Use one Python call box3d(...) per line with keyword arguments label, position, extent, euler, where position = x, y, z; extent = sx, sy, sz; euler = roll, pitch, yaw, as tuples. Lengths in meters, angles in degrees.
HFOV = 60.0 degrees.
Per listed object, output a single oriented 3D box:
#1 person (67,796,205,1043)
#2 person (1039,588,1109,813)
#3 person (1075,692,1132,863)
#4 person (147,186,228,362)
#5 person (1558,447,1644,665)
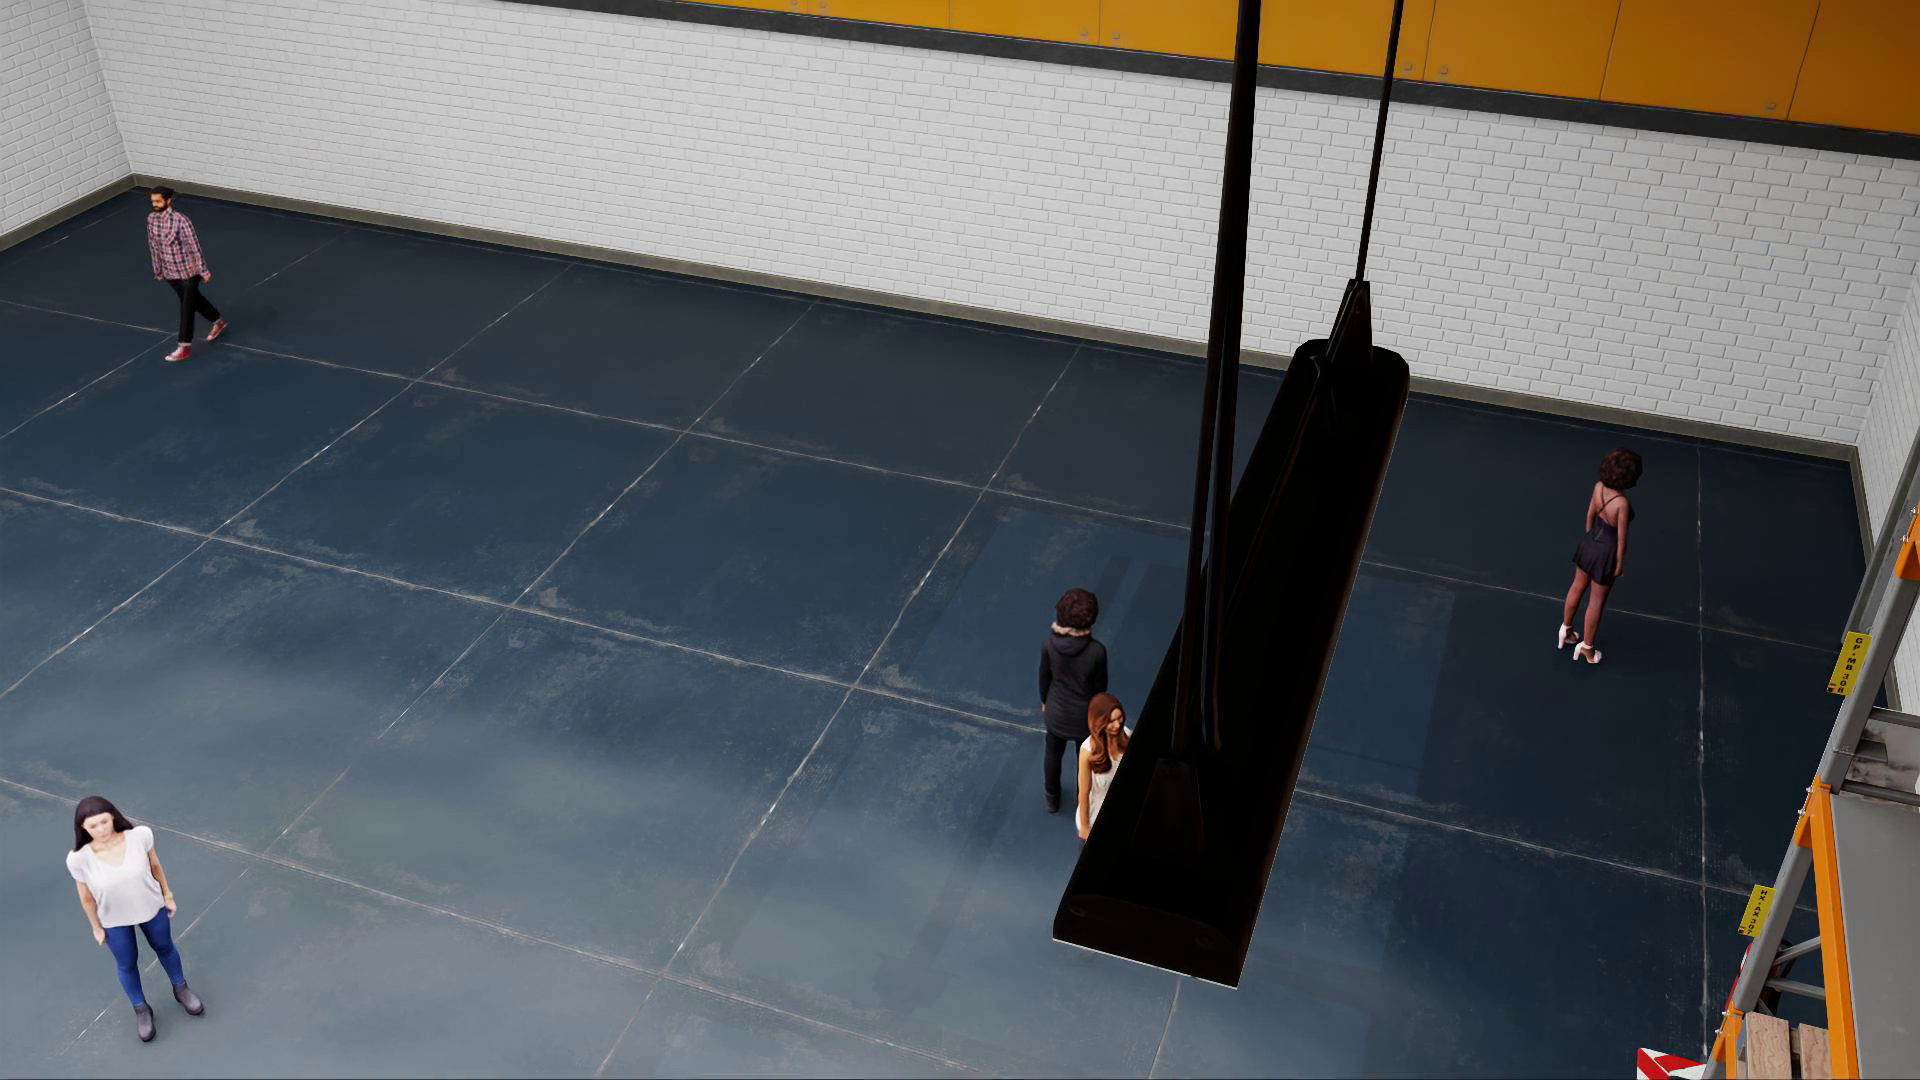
box3d(label="person", position=(-4.712, 2.121, 9.464), extent=(0.632, 1.684, 0.744), euler=(-24, 41, -32))
box3d(label="person", position=(0.750, 1.094, 10.926), extent=(0.615, 1.775, 0.590), euler=(9, 35, 14))
box3d(label="person", position=(0.848, 1.649, 10.083), extent=(0.607, 1.785, 0.722), euler=(-27, 42, -35))
box3d(label="person", position=(-7.783, -2.737, 16.734), extent=(0.732, 1.727, 1.136), euler=(13, 36, 18))
box3d(label="person", position=(4.763, 0.115, 12.389), extent=(0.725, 1.788, 0.647), euler=(-10, 35, -14))
